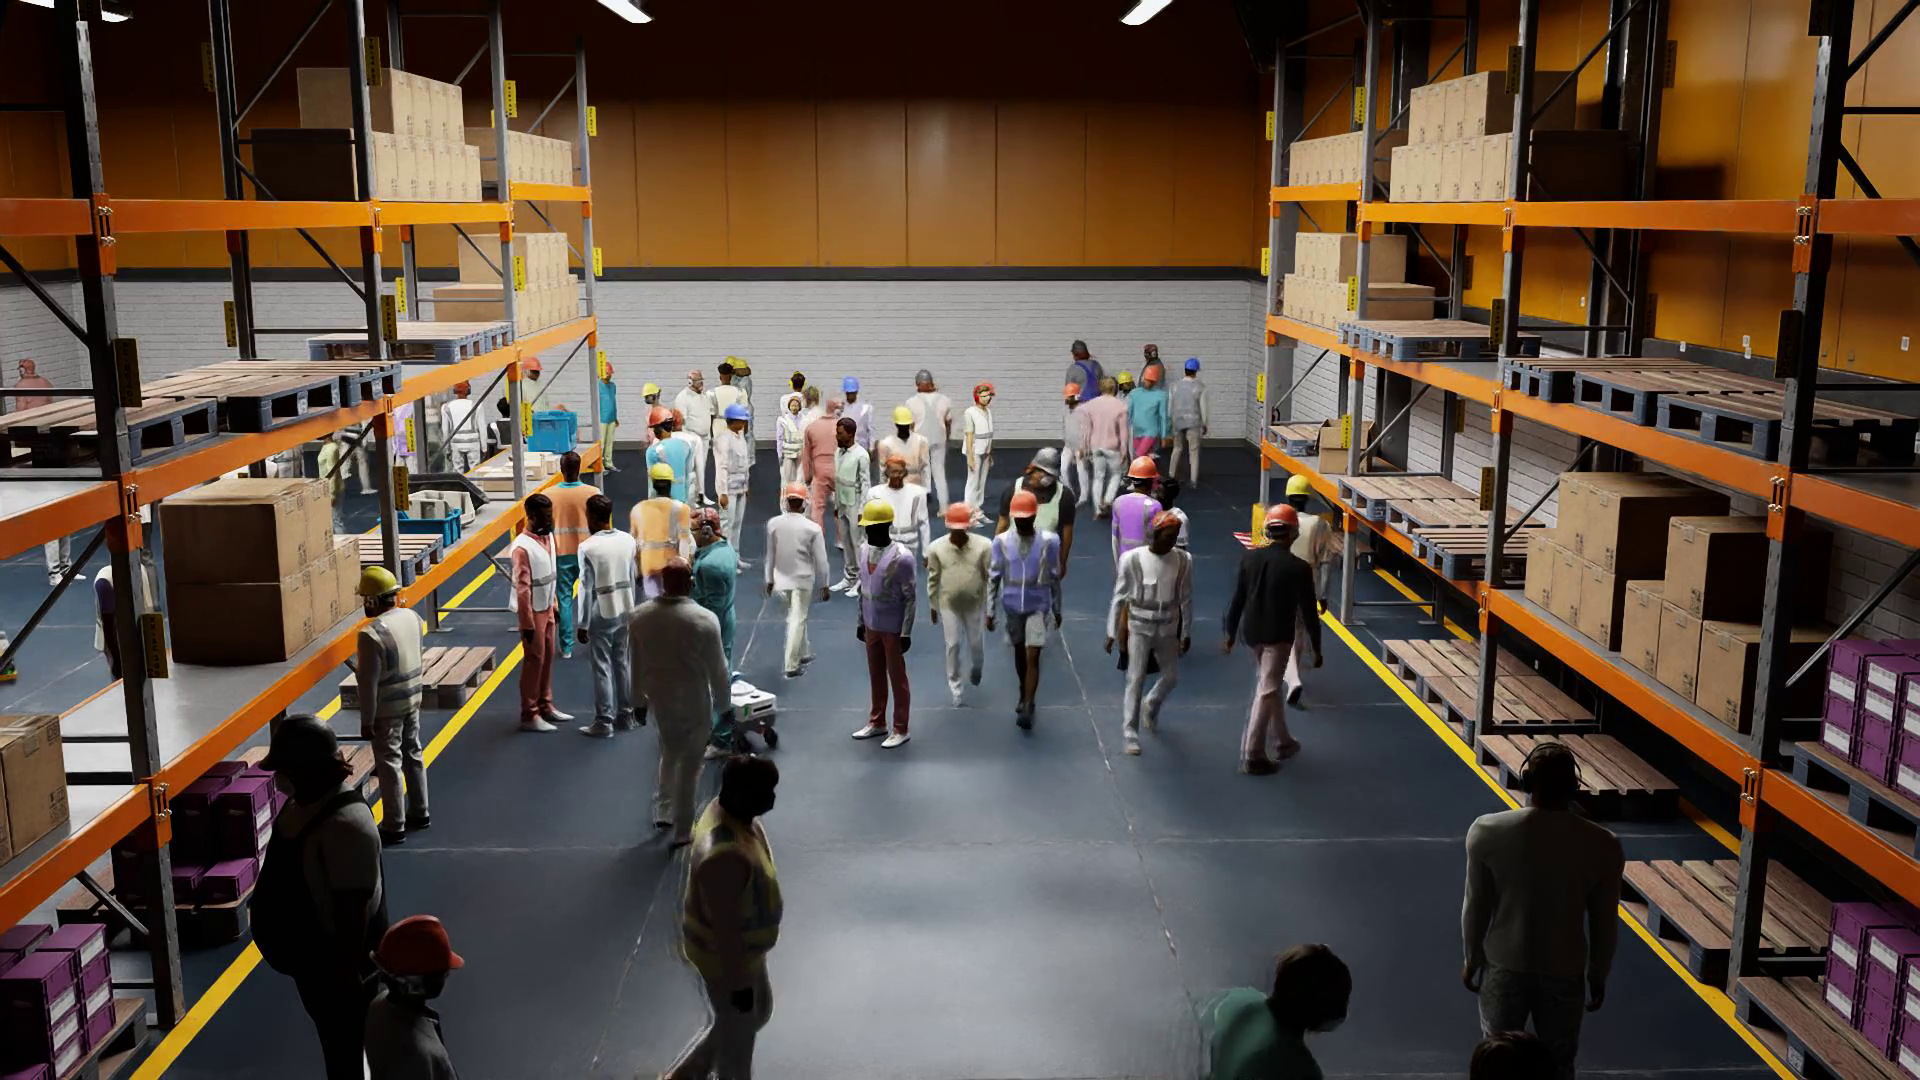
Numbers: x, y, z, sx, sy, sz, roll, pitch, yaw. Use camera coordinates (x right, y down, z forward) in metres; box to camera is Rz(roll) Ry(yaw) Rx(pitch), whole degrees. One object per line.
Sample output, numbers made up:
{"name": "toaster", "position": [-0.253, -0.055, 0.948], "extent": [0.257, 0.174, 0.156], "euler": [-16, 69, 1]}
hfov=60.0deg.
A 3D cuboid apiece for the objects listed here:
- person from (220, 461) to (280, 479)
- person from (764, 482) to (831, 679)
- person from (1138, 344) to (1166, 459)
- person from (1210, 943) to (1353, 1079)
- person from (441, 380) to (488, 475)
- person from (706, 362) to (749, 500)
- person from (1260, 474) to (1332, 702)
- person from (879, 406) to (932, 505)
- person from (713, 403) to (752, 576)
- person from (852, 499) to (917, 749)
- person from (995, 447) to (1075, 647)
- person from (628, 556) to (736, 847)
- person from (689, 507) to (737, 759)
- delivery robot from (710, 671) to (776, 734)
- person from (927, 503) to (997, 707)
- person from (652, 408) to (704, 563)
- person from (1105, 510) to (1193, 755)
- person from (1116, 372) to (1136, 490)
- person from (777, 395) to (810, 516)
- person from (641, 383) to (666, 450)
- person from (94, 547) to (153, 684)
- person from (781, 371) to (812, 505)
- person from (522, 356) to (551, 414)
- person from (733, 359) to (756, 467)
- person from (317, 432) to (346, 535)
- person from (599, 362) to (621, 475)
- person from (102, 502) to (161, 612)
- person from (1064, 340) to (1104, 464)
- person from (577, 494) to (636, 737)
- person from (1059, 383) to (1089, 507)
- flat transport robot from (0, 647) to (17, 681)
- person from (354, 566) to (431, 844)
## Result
{"name": "person", "position": [-7.222, -0.171, 17.010], "extent": [0.562, 1.836, 0.387], "euler": [-7, 13, -30]}
{"name": "person", "position": [-1.380, 0.337, 14.741], "extent": [0.598, 1.711, 0.765], "euler": [6, 13, 29]}
{"name": "person", "position": [3.134, -2.282, 27.419], "extent": [0.410, 1.906, 0.642], "euler": [-3, 12, -14]}
{"name": "person", "position": [0.972, 2.139, 5.293], "extent": [0.594, 1.886, 0.671], "euler": [-1, 11, -6]}
{"name": "person", "position": [-6.568, -1.212, 22.109], "extent": [0.576, 1.882, 0.355], "euler": [-1, 11, -6]}
{"name": "person", "position": [-3.274, -1.520, 23.462], "extent": [0.602, 1.958, 0.369], "euler": [-2, 11, -10]}
{"name": "person", "position": [2.842, 0.398, 14.032], "extent": [0.584, 1.892, 0.913], "euler": [-1, 11, -5]}
{"name": "person", "position": [-0.663, -0.632, 19.230], "extent": [0.587, 1.887, 0.967], "euler": [-5, 12, -22]}
{"name": "person", "position": [-2.562, -0.583, 18.788], "extent": [0.405, 1.945, 0.616], "euler": [4, 12, 17]}
{"name": "person", "position": [-0.592, 0.633, 12.741], "extent": [0.385, 1.925, 0.591], "euler": [-11, 15, -43]}
{"name": "person", "position": [0.674, 0.105, 15.107], "extent": [0.733, 2.000, 0.658], "euler": [1, 11, 6]}
{"name": "person", "position": [-1.787, 1.038, 10.798], "extent": [0.660, 1.888, 0.493], "euler": [5, 12, 24]}
{"name": "person", "position": [-1.877, 0.691, 12.520], "extent": [0.409, 1.903, 0.639], "euler": [0, 11, -2]}
{"name": "delivery robot", "position": [-1.747, 1.257, 12.833], "extent": [0.707, 0.478, 0.477], "euler": [10, 15, 42]}
{"name": "person", "position": [0.016, 0.509, 13.884], "extent": [0.592, 1.722, 0.607], "euler": [0, 11, 1]}
{"name": "person", "position": [-3.228, -0.590, 19.054], "extent": [0.573, 1.862, 0.554], "euler": [-3, 12, -13]}
{"name": "person", "position": [1.413, 0.676, 12.694], "extent": [0.714, 1.865, 0.527], "euler": [-2, 11, -10]}
{"name": "person", "position": [2.444, -1.611, 24.491], "extent": [0.324, 1.731, 0.492], "euler": [-10, 15, -40]}
{"name": "person", "position": [-2.208, -1.116, 22.247], "extent": [0.515, 1.636, 0.314], "euler": [-6, 13, -28]}
{"name": "person", "position": [-4.139, -1.275, 22.759], "extent": [0.375, 1.750, 0.561], "euler": [-7, 13, -30]}
{"name": "person", "position": [-6.058, 0.800, 12.109], "extent": [0.396, 1.847, 0.564], "euler": [0, 11, -1]}
{"name": "person", "position": [-2.233, -1.406, 23.107], "extent": [0.514, 1.875, 0.328], "euler": [1, 11, 5]}
{"name": "person", "position": [-6.301, -1.727, 24.479], "extent": [0.809, 1.970, 0.622], "euler": [5, 12, 22]}
{"name": "person", "position": [-3.465, -2.034, 26.611], "extent": [0.325, 1.737, 0.486], "euler": [1, 11, 4]}
{"name": "person", "position": [-7.263, -0.563, 19.178], "extent": [0.333, 1.760, 0.526], "euler": [-5, 12, -23]}
{"name": "person", "position": [-5.501, -1.906, 25.911], "extent": [0.342, 1.749, 0.569], "euler": [6, 13, 26]}
{"name": "person", "position": [-8.426, -0.139, 16.884], "extent": [0.423, 1.827, 0.561], "euler": [7, 14, 33]}
{"name": "person", "position": [1.938, -2.213, 26.729], "extent": [0.713, 2.000, 0.536], "euler": [-8, 14, -36]}
{"name": "person", "position": [-2.753, 0.590, 13.021], "extent": [0.410, 1.908, 0.598], "euler": [6, 13, 29]}
{"name": "person", "position": [1.556, -1.298, 22.936], "extent": [0.604, 1.727, 0.573], "euler": [-10, 15, -42]}
{"name": "flat transport robot", "position": [-8.860, 1.044, 14.850], "extent": [0.652, 0.197, 1.431], "euler": [-7, 13, -33]}
{"name": "person", "position": [-3.716, 1.066, 10.841], "extent": [0.403, 1.824, 0.596], "euler": [3, 12, 15]}
